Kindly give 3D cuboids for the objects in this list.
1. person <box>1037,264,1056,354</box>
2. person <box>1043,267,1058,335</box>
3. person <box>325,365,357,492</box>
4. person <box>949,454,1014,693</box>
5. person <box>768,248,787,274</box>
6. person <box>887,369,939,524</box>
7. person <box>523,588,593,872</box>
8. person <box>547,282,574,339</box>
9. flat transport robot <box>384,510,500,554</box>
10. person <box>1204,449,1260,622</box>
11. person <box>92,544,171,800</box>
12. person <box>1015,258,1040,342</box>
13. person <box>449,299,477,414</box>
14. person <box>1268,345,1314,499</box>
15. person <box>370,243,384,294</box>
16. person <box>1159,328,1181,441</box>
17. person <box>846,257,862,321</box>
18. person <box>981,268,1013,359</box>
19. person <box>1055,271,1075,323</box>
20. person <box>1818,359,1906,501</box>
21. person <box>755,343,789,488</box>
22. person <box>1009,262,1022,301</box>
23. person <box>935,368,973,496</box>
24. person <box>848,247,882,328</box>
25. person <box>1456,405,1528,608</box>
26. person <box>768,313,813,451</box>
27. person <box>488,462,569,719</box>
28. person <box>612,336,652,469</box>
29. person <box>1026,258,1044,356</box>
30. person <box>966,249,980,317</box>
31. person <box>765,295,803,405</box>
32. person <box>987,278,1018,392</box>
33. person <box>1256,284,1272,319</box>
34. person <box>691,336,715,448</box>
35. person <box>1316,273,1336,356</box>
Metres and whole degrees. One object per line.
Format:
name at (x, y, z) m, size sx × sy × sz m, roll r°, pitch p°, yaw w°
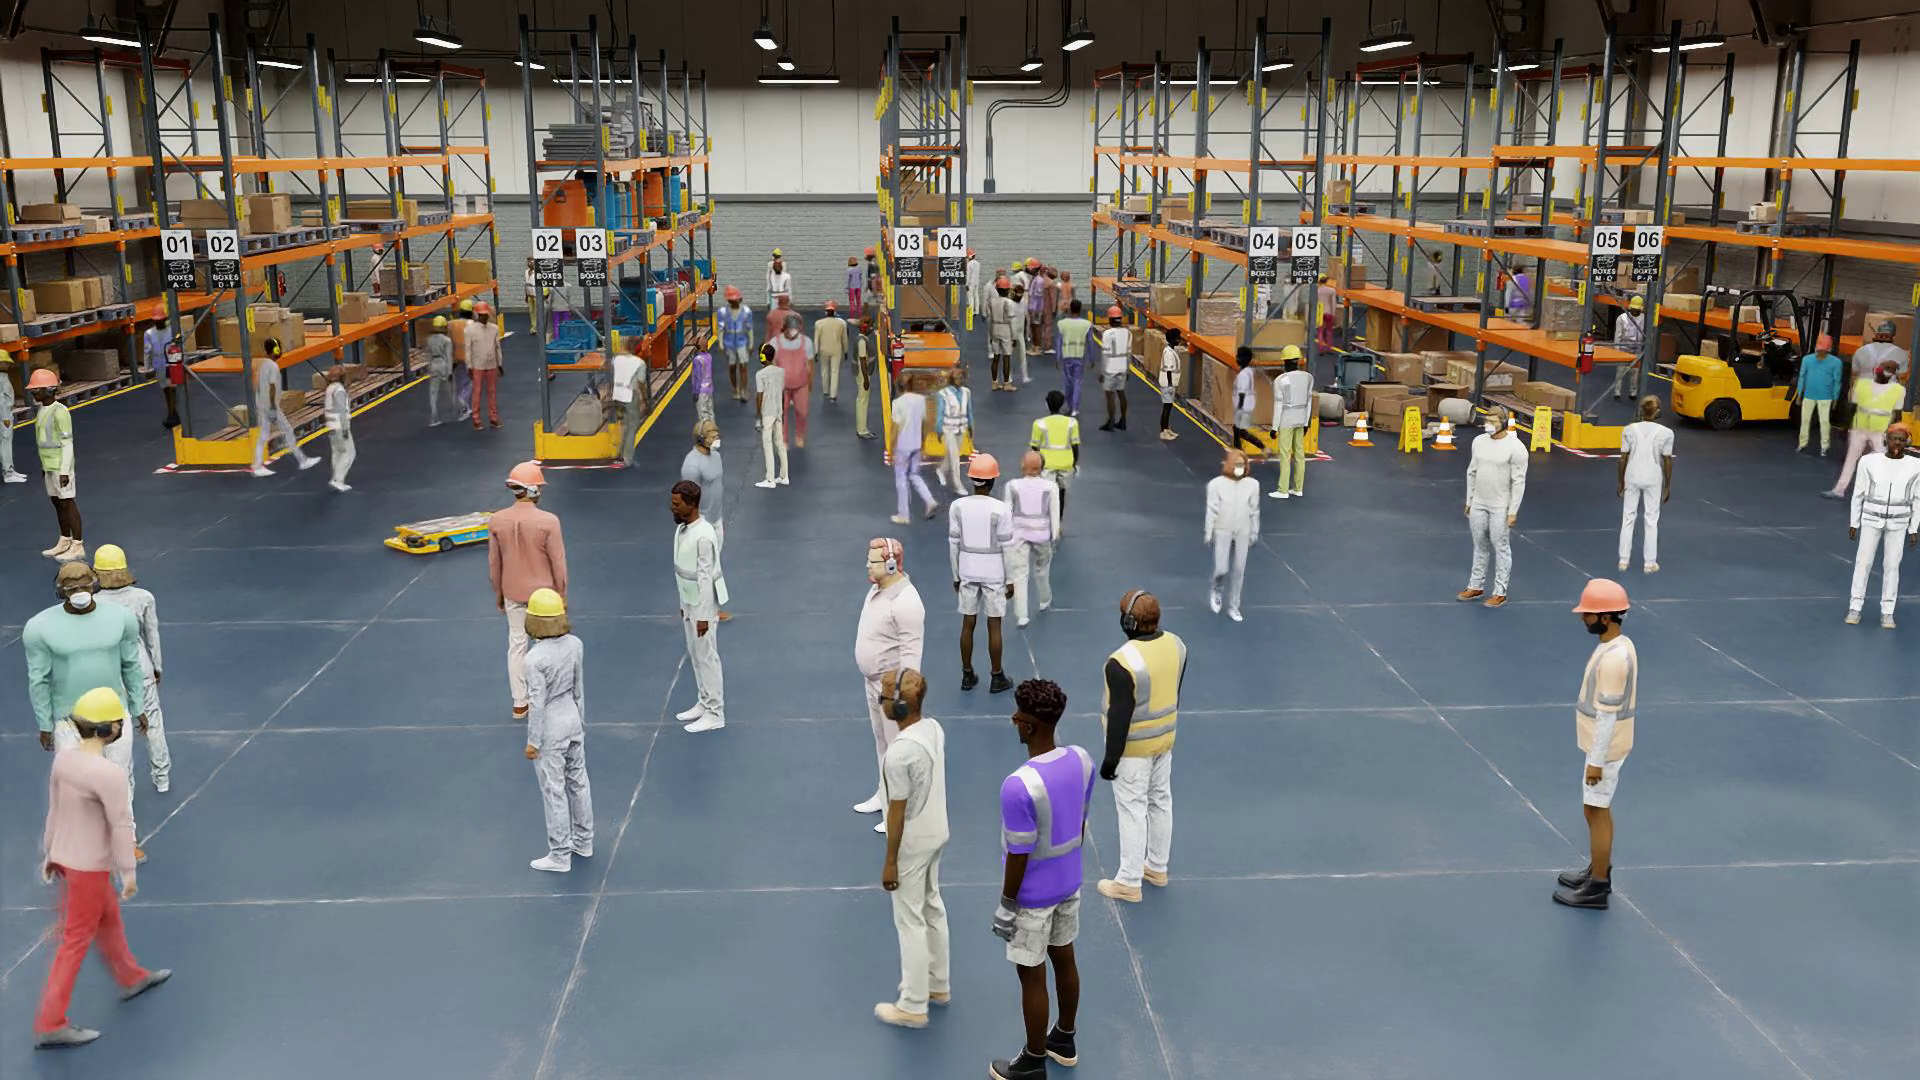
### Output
person at (1.790, -4.913, 35.369) m, size 0.651 × 1.907 × 0.409 m, roll 11°, pitch 17°, yaw 38°
person at (2.064, -5.475, 38.393) m, size 0.342 × 1.614 × 0.591 m, roll 5°, pitch 14°, yaw 22°
person at (-7.931, -1.416, 21.173) m, size 0.405 × 1.613 × 0.554 m, roll -11°, pitch 17°, yaw -40°
person at (0.186, 0.269, 13.345) m, size 0.542 × 1.939 × 0.362 m, roll 5°, pitch 14°, yaw 21°
person at (-4.700, -6.629, 42.937) m, size 0.523 × 1.769 × 0.315 m, roll 3°, pitch 14°, yaw 12°
person at (-0.567, -1.059, 19.213) m, size 0.551 × 1.826 × 0.515 m, roll 12°, pitch 18°, yaw 41°
person at (-2.464, 1.141, 10.070) m, size 0.309 × 1.743 × 0.494 m, roll 6°, pitch 15°, yaw 24°
person at (-8.714, -5.051, 36.289) m, size 0.559 × 1.747 × 0.331 m, roll -5°, pitch 14°, yaw -19°
flat transport robot at (-5.580, -0.102, 18.490) m, size 0.652 × 0.197 × 1.431 m, roll 13°, pitch 18°, yaw 43°
person at (2.513, -0.046, 15.357) m, size 0.525 × 1.619 × 0.371 m, roll -2°, pitch 13°, yaw -9°
person at (-5.616, 0.884, 11.158) m, size 0.315 × 1.742 × 0.492 m, roll 12°, pitch 18°, yaw 42°
person at (1.575, -5.410, 37.528) m, size 0.587 × 1.880 × 0.812 m, roll -5°, pitch 14°, yaw -22°
person at (-8.072, -2.973, 27.151) m, size 0.597 × 1.904 × 0.513 m, roll 5°, pitch 14°, yaw 21°
person at (4.115, -1.467, 20.726) m, size 0.587 × 1.928 × 0.362 m, roll -8°, pitch 15°, yaw -29°
person at (-14.686, -6.525, 42.044) m, size 0.406 × 1.986 × 0.622 m, roll -6°, pitch 14°, yaw -23°
person at (3.140, -2.334, 24.914) m, size 0.319 × 1.690 × 0.540 m, roll 2°, pitch 13°, yaw 10°
person at (-2.671, -6.328, 41.972) m, size 0.493 × 1.625 × 0.280 m, roll -10°, pitch 16°, yaw -36°
person at (0.770, -4.714, 34.576) m, size 0.732 × 1.880 × 0.467 m, roll -5°, pitch 14°, yaw -21°
person at (2.364, -5.210, 37.232) m, size 0.538 × 1.619 × 0.503 m, roll -5°, pitch 14°, yaw -18°
person at (11.104, -1.337, 20.435) m, size 0.805 × 1.809 × 0.379 m, roll 12°, pitch 18°, yaw 40°
person at (-2.449, -1.605, 21.471) m, size 0.328 × 1.861 × 0.506 m, roll 10°, pitch 16°, yaw 35°
person at (1.362, -5.620, 38.728) m, size 0.543 × 1.732 × 0.636 m, roll 11°, pitch 17°, yaw 40°
person at (-0.107, -1.411, 21.168) m, size 0.522 × 1.610 × 0.769 m, roll -10°, pitch 17°, yaw -37°
person at (-2.144, -6.112, 40.321) m, size 1.114 × 1.972 × 0.634 m, roll 3°, pitch 14°, yaw 11°
person at (5.080, -0.327, 15.872) m, size 0.370 × 1.939 × 0.631 m, roll -9°, pitch 16°, yaw -33°
person at (-2.441, -2.282, 23.936) m, size 0.696 × 2.000 × 0.542 m, roll -3°, pitch 14°, yaw -11°
person at (-3.270, 0.395, 12.704) m, size 0.609 × 1.988 × 0.392 m, roll 3°, pitch 14°, yaw 12°
person at (-4.479, -1.871, 22.672) m, size 0.596 × 1.812 × 0.475 m, roll 11°, pitch 17°, yaw 39°
person at (1.553, -4.887, 34.972) m, size 0.386 × 2.041 × 0.611 m, roll -3°, pitch 14°, yaw -14°
person at (0.297, -6.651, 43.085) m, size 0.349 × 1.743 × 0.563 m, roll 8°, pitch 16°, yaw 32°
person at (-2.998, -3.266, 28.534) m, size 0.674 × 1.849 × 0.836 m, roll 1°, pitch 13°, yaw 3°
person at (0.768, -3.673, 29.824) m, size 0.607 × 2.044 × 0.372 m, roll 10°, pitch 17°, yaw 37°
person at (7.001, -5.588, 38.294) m, size 0.359 × 1.880 × 0.575 m, roll -3°, pitch 14°, yaw -12°
person at (-3.745, -2.146, 24.219) m, size 0.309 × 1.638 × 0.522 m, roll 3°, pitch 14°, yaw 14°
person at (7.655, -4.768, 35.146) m, size 0.549 × 1.707 × 0.694 m, roll 4°, pitch 14°, yaw 16°
